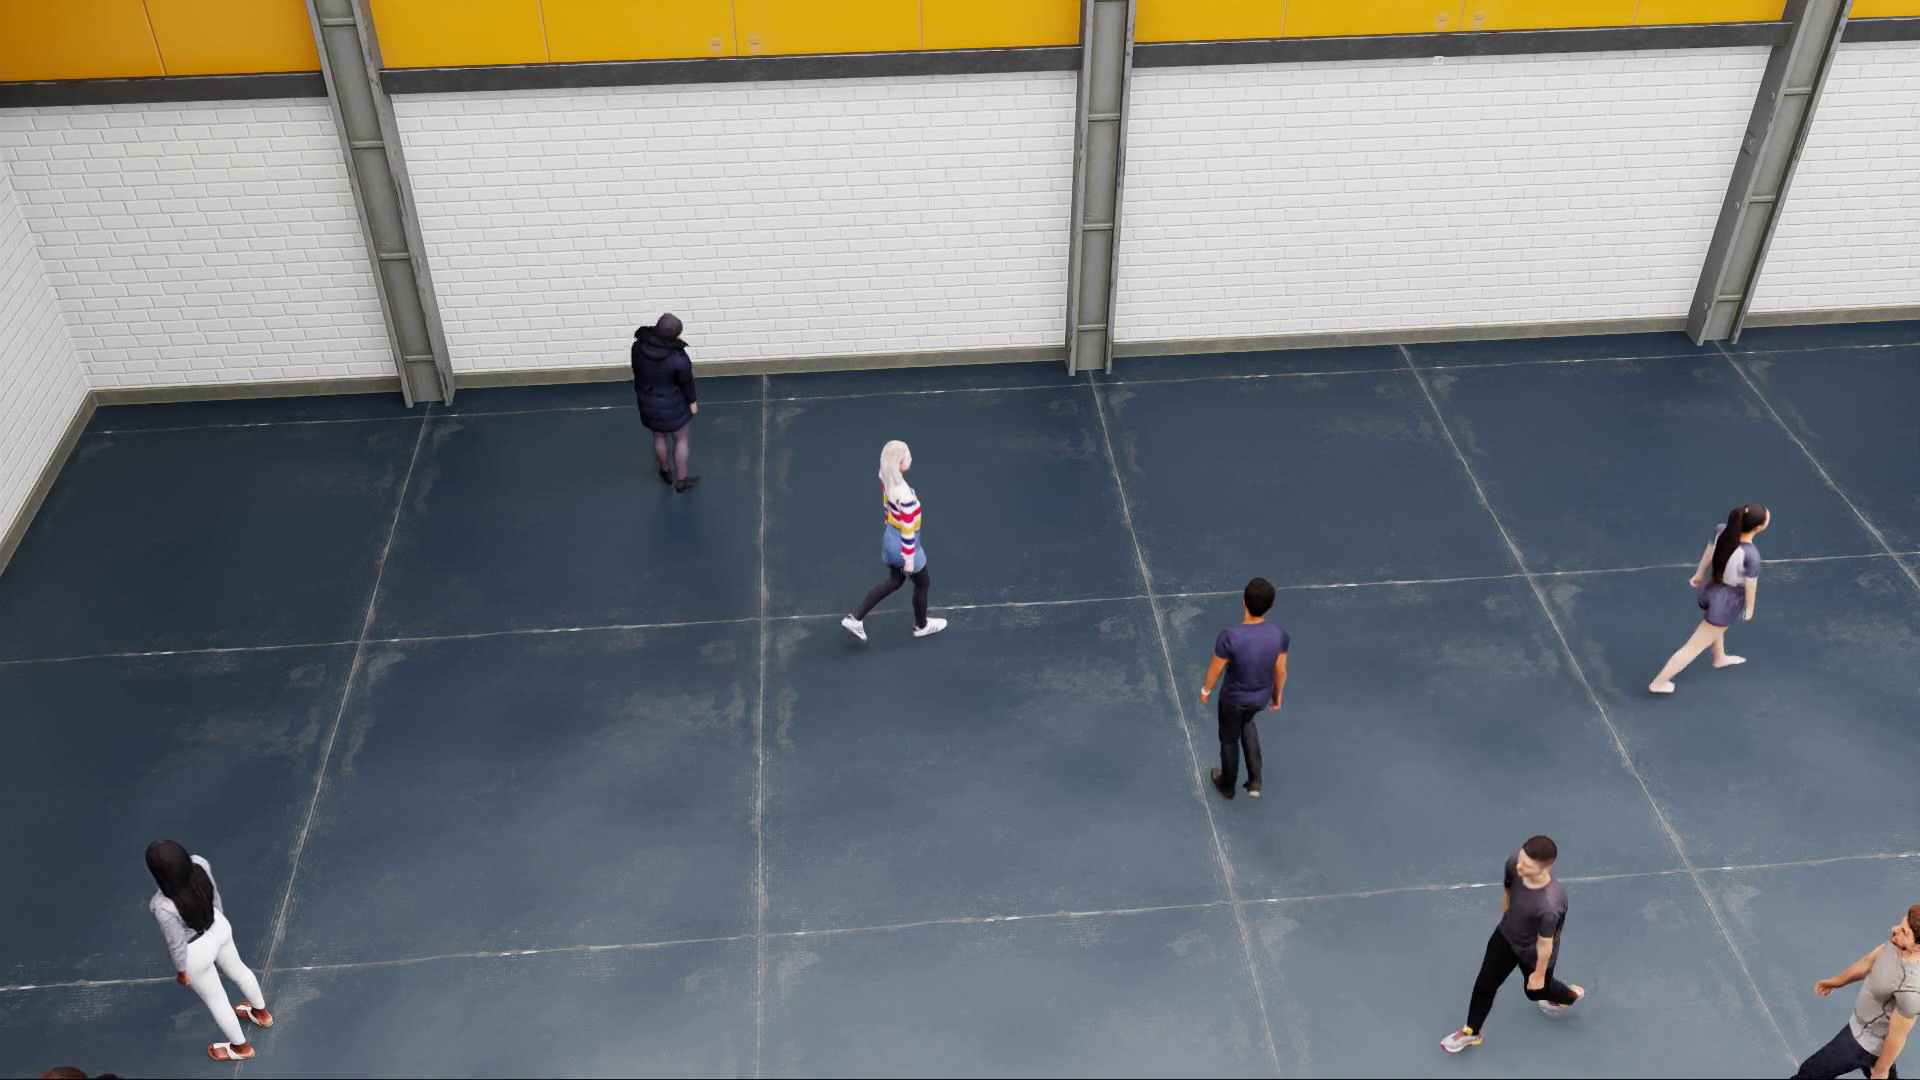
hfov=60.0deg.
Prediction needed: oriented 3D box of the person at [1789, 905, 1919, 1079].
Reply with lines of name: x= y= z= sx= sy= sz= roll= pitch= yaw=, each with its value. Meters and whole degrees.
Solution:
person: x=4.882 y=2.598 z=8.710 sx=1.275 sy=1.842 sz=1.059 roll=17 pitch=42 yaw=20

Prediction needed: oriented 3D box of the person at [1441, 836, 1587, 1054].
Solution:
person: x=3.226 y=2.238 z=9.257 sx=1.202 sy=1.721 sz=0.858 roll=-13 pitch=40 yaw=-15

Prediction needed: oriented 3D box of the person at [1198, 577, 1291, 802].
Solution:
person: x=1.864 y=1.058 z=10.692 sx=0.704 sy=1.774 sz=0.799 roll=-12 pitch=40 yaw=-14

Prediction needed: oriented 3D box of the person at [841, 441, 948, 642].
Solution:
person: x=-0.495 y=0.051 z=11.941 sx=1.121 sy=1.788 sz=0.851 roll=-14 pitch=41 yaw=-17

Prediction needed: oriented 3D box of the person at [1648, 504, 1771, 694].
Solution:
person: x=5.215 y=0.450 z=11.590 sx=1.083 sy=1.603 sz=0.697 roll=-8 pitch=39 yaw=-10

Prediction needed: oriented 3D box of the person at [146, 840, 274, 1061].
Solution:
person: x=-4.197 y=2.253 z=9.235 sx=0.622 sy=1.725 sz=0.648 roll=8 pitch=39 yaw=10

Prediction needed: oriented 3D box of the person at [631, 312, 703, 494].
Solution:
person: x=-2.430 y=-1.146 z=13.543 sx=0.702 sy=1.660 sz=0.833 roll=-1 pitch=39 yaw=-1
